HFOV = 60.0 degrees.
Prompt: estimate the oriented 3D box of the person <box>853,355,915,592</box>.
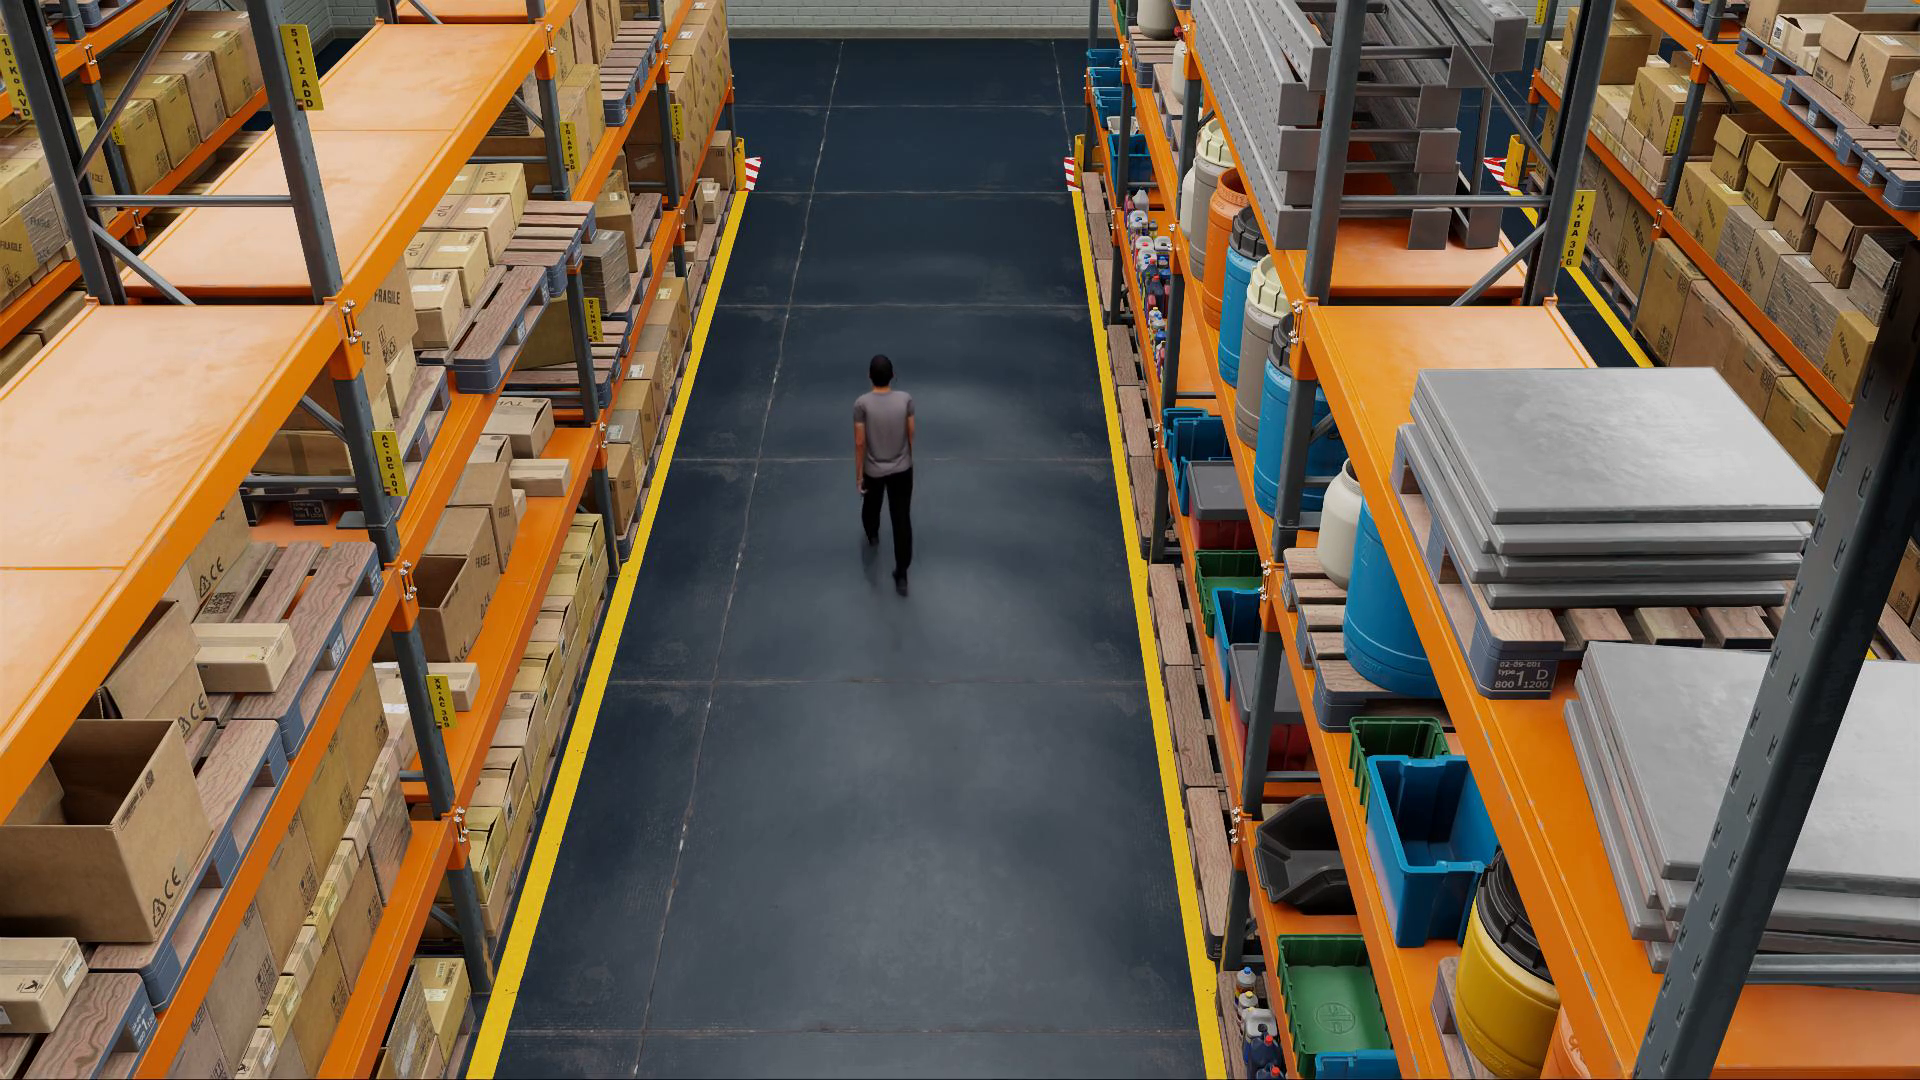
[{"bbox_3d":[-0.510,-0.448,11.913,0.737,1.703,1.197,-6,34,-9],"label":"person"}]
